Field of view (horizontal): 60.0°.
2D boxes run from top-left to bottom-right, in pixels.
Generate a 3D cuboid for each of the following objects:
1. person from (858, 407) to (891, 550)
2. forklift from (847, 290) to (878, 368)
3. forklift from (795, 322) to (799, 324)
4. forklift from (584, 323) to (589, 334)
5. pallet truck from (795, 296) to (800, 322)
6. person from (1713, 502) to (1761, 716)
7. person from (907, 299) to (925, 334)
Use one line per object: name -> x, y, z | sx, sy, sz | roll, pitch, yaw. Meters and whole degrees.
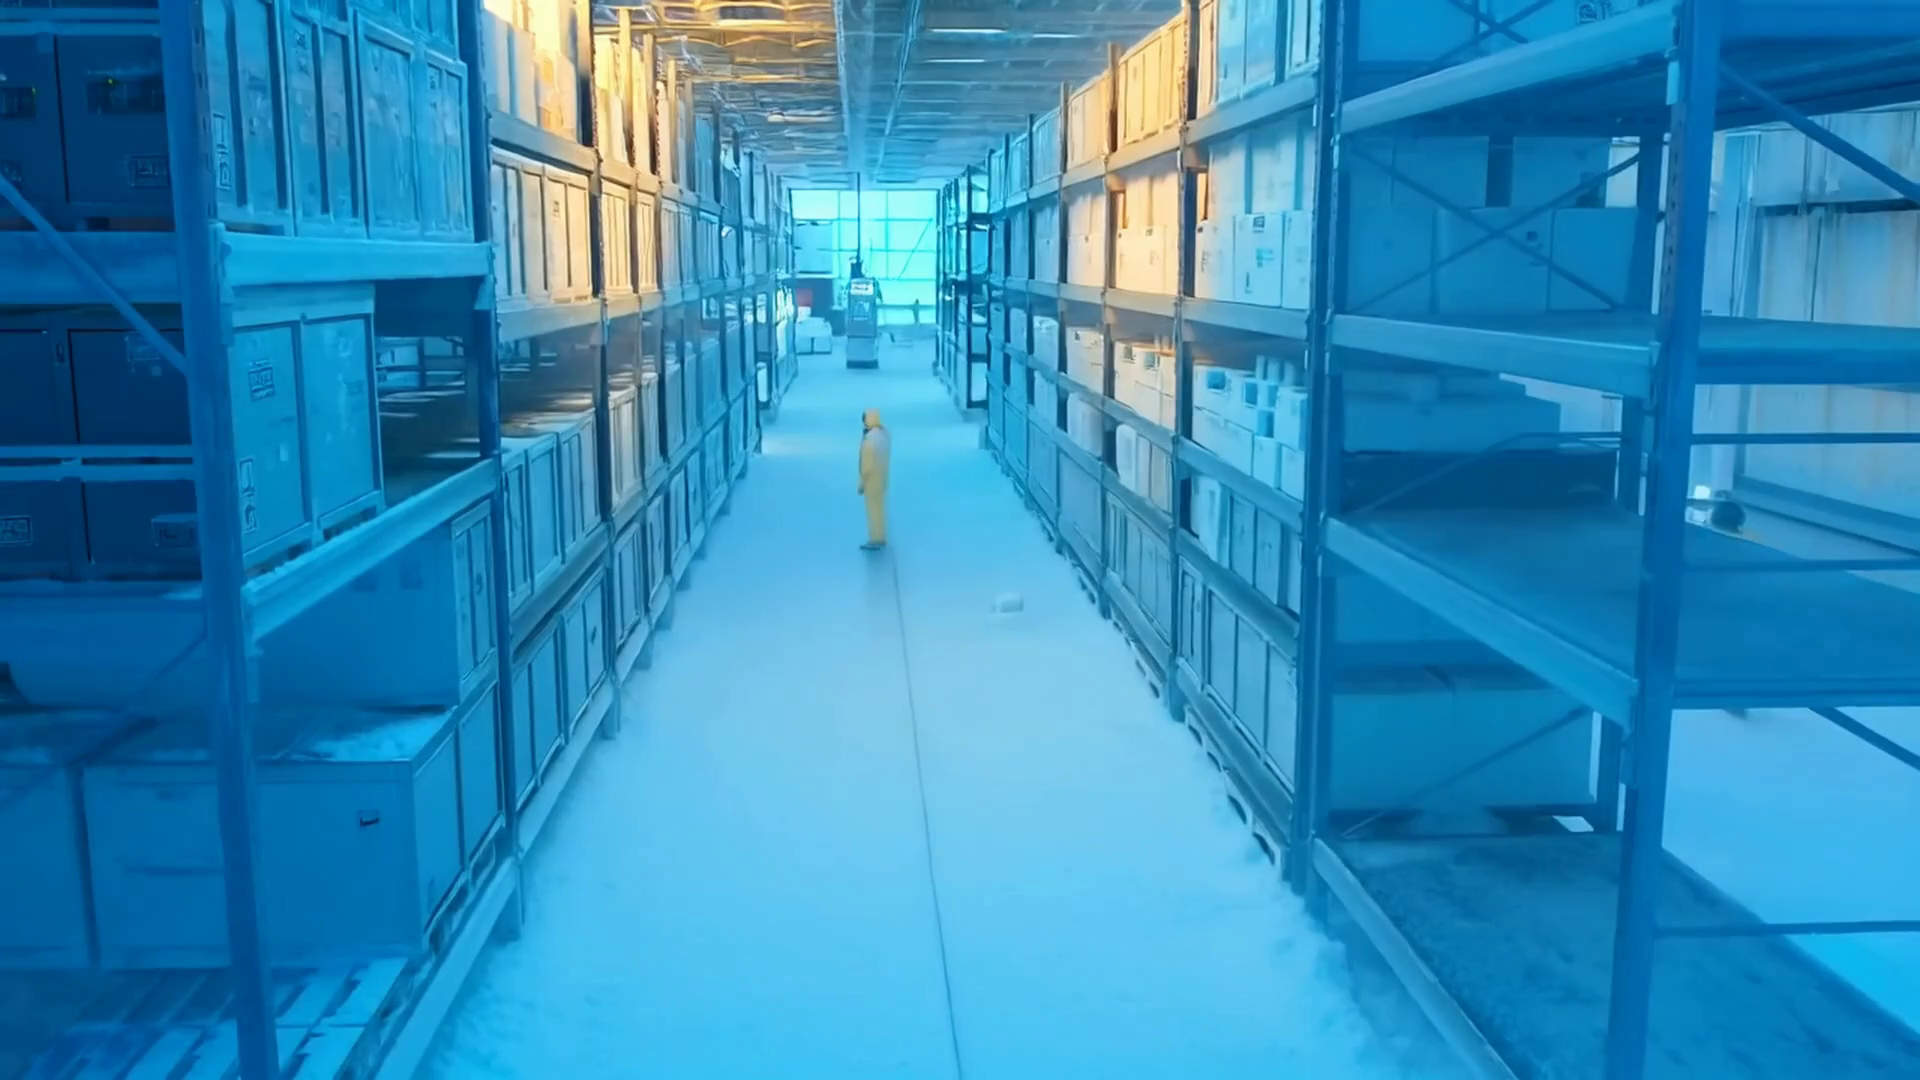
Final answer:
person -> -1.161, -0.824, 22.295 | 0.402, 1.905, 0.647 | 3, 10, 18
forklift -> -3.542, -7.642, 60.118 | 1.129, 2.768, 1.873 | -1, 10, -4
forklift -> -8.144, -10.046, 74.477 | 1.873, 2.768, 1.129 | -5, 11, -28
forklift -> -8.966, -4.056, 38.694 | 1.129, 2.768, 1.873 | -1, 10, -4
pallet truck -> -8.622, -12.439, 91.403 | 1.885, 1.965, 0.823 | 2, 10, 13
person -> 6.580, 0.569, 14.324 | 0.570, 1.791, 1.018 | 1, 10, 8
person -> -2.380, -11.911, 88.618 | 1.053, 1.890, 0.647 | 3, 10, 16
